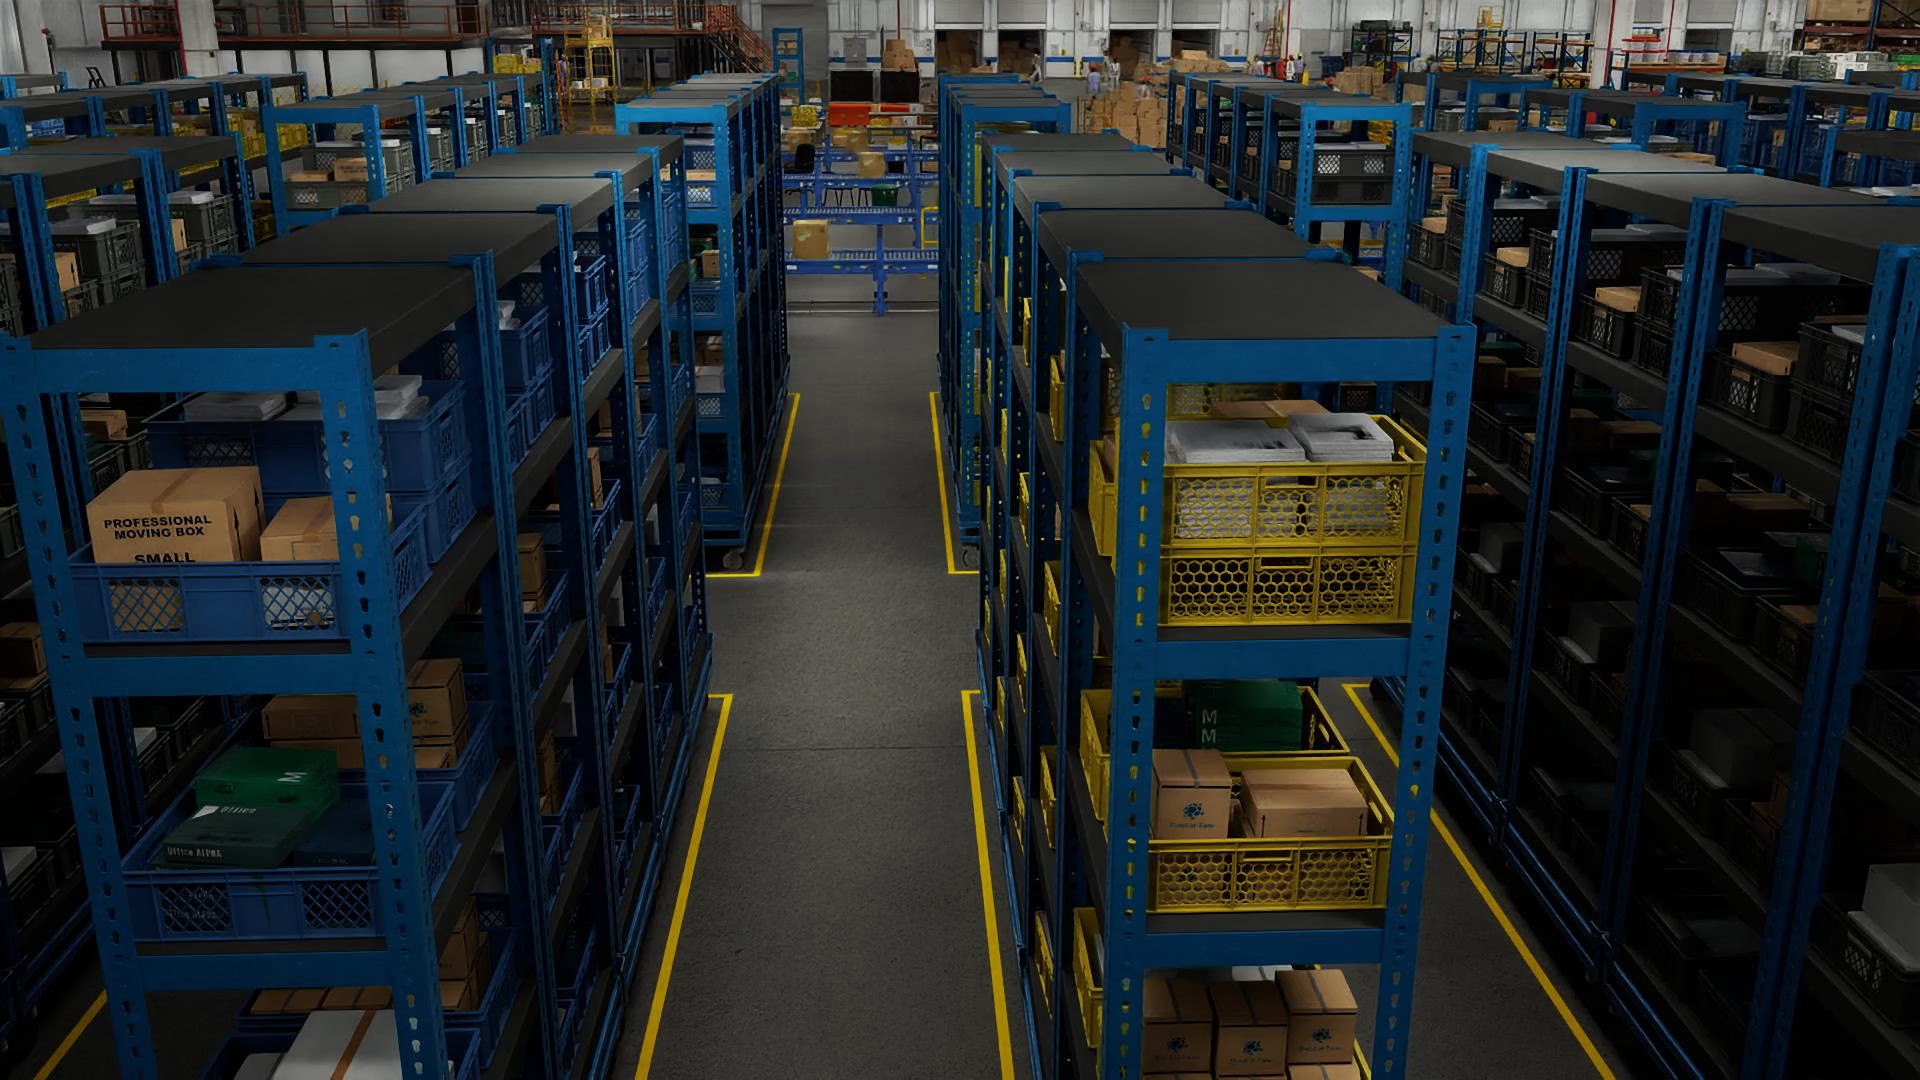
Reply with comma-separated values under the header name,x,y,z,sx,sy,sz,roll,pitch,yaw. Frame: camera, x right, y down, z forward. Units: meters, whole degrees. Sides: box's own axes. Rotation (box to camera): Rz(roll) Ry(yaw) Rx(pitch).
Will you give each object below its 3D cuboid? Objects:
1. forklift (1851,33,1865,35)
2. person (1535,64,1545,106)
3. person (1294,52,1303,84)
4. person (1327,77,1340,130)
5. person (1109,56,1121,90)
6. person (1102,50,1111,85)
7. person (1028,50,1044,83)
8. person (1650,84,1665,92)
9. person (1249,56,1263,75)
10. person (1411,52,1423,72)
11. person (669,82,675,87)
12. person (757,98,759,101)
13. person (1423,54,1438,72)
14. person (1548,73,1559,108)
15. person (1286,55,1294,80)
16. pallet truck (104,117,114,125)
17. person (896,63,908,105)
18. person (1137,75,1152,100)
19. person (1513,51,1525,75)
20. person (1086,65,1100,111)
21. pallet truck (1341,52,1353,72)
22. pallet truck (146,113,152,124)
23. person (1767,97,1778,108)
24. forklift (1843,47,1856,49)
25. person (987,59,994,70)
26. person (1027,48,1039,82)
name,x,y,z,sx,sy,sz,roll,pitch,yaw
forklift,46.481,-24.949,86.470,1.129,2.768,1.873,-15,23,-40
person,24.100,-18.861,69.275,0.507,1.860,0.325,-9,20,-27
person,17.049,-23.571,83.747,0.583,1.921,0.390,-10,20,-28
person,11.958,-13.929,53.792,0.633,1.985,1.044,2,18,5
person,7.315,-21.909,78.657,0.579,1.882,0.342,-5,19,-15
person,7.921,-25.509,89.848,0.472,1.859,0.511,6,19,19
person,4.240,-26.348,92.512,0.848,1.813,0.624,1,18,3
person,27.094,-17.386,64.528,0.613,1.963,0.361,5,19,16
person,14.218,-22.329,79.957,0.651,1.884,1.012,10,20,27
person,23.007,-23.580,83.730,0.605,1.944,0.402,16,24,41
person,-9.679,-14.571,56.177,0.303,1.743,0.493,-2,18,-7
person,-6.406,-13.647,53.001,0.361,1.939,0.543,1,18,4
person,22.068,-21.828,78.154,0.689,2.000,0.978,16,24,40
person,23.089,-17.383,64.993,0.524,1.666,0.834,16,24,40
person,16.007,-22.543,80.622,0.355,1.882,0.576,-6,19,-17
pallet truck,-18.367,-7.885,35.078,1.885,1.965,0.823,1,18,2
person,-2.354,-18.514,68.066,0.552,1.935,0.370,-10,21,-29
person,6.208,-14.667,56.122,0.459,1.959,0.710,-10,21,-29
person,28.937,-24.389,86.318,0.590,1.897,0.840,12,21,33
person,5.453,-18.482,68.061,0.559,1.880,1.054,-10,20,-27
pallet truck,18.794,-23.123,82.231,0.823,1.965,1.885,-13,22,-35
pallet truck,-18.087,-8.309,36.390,1.885,1.965,0.823,-1,18,-4
person,28.321,-15.242,57.938,0.629,1.940,0.379,-12,22,-34
forklift,31.402,-16.063,58.972,1.129,2.768,1.873,-1,18,-2
person,1.219,-20.398,73.974,0.827,1.896,0.596,-17,25,-42
person,4.161,-26.649,93.327,0.764,1.891,0.596,3,18,10
